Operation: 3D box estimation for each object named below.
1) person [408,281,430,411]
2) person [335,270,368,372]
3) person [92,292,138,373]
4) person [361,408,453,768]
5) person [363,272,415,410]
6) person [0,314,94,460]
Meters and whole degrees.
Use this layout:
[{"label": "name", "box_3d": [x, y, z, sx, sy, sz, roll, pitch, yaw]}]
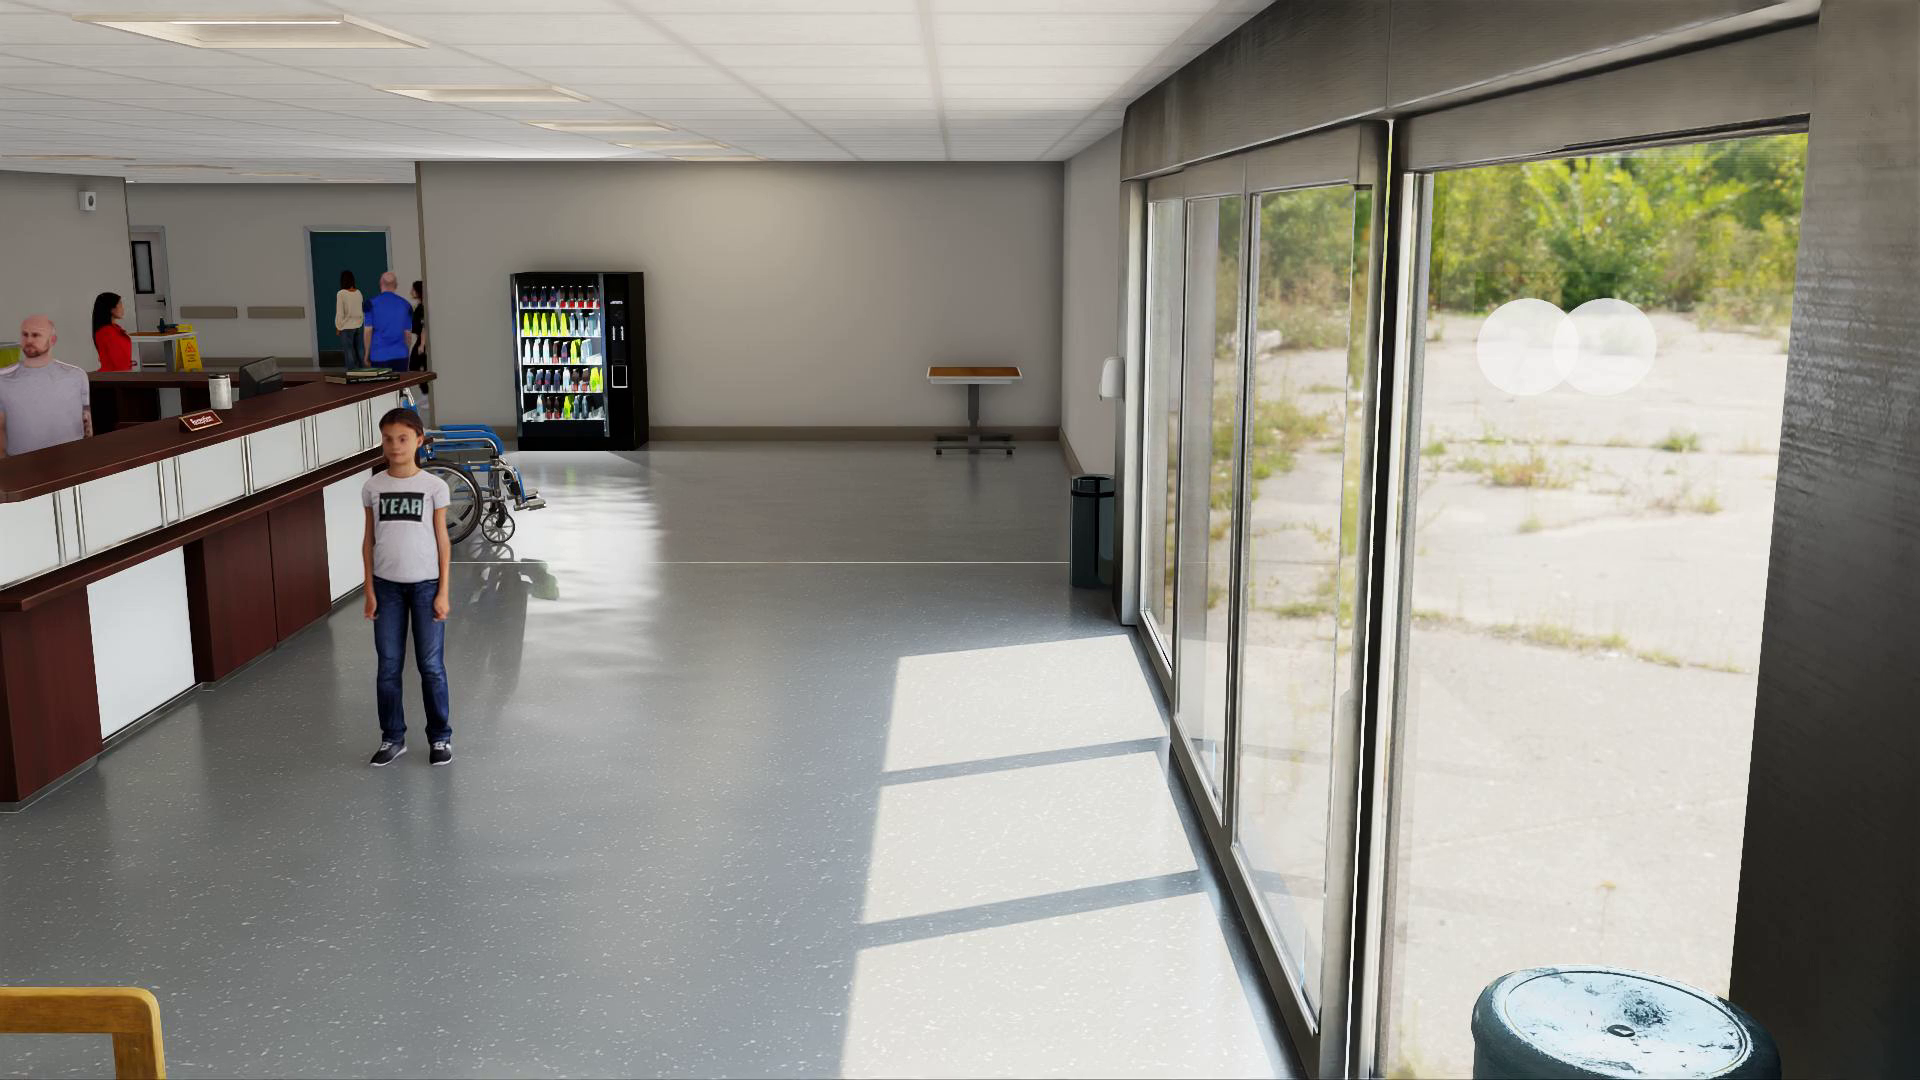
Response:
[{"label": "person", "box_3d": [-6.699, -2.468, 21.107, 0.741, 1.630, 0.710, -6, 12, -30]}, {"label": "person", "box_3d": [-8.830, -3.066, 24.120, 0.707, 1.682, 0.705, 6, 12, 30]}, {"label": "person", "box_3d": [-7.525, -1.268, 14.591, 1.147, 1.702, 0.904, -5, 12, -23]}, {"label": "person", "box_3d": [-2.410, 0.194, 7.256, 0.479, 1.564, 0.607, -1, 11, -5]}, {"label": "person", "box_3d": [-6.129, -1.954, 17.901, 0.755, 1.816, 0.876, -6, 12, -30]}, {"label": "person", "box_3d": [-5.254, -0.384, 9.584, 0.694, 1.833, 0.813, -5, 12, -26]}]
